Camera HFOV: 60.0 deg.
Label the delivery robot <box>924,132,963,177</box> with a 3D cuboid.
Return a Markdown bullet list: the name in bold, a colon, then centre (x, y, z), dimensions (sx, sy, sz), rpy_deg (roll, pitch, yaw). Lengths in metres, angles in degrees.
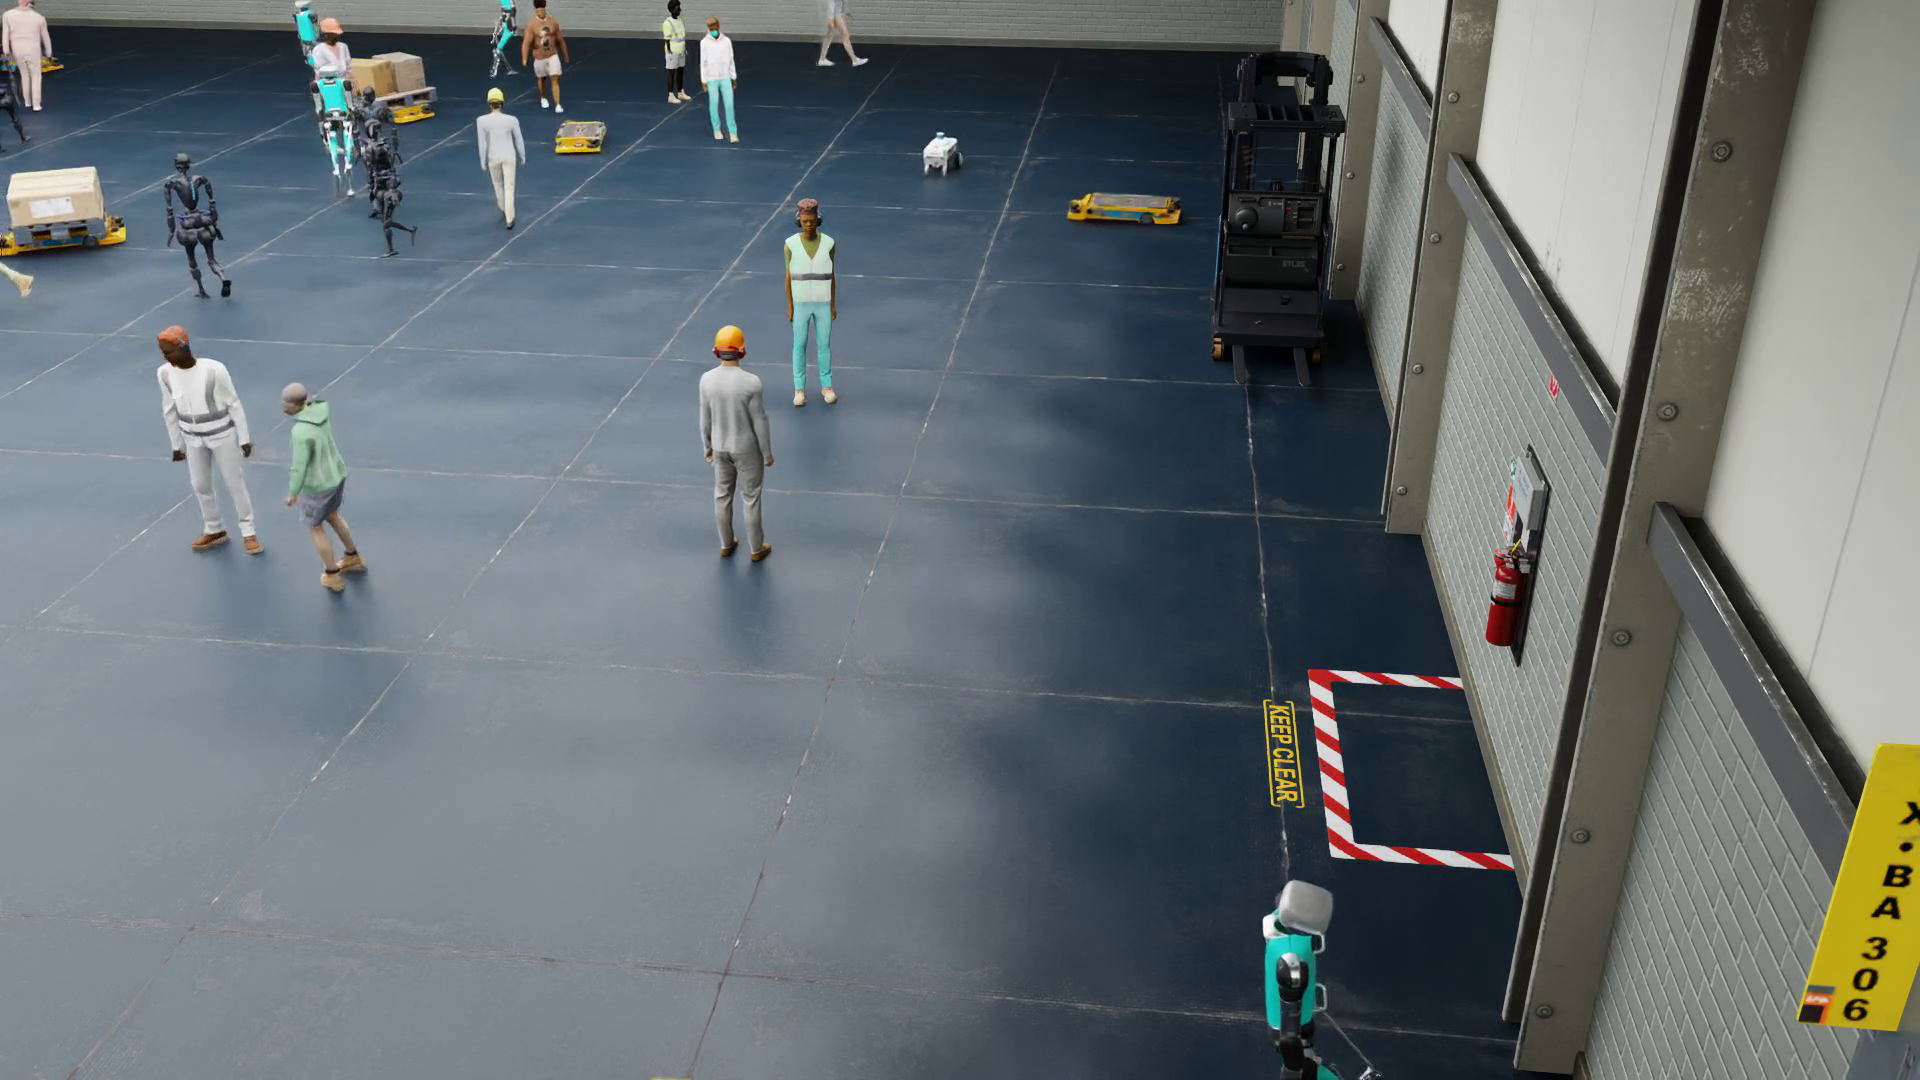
- **delivery robot**: centre (-0.276, -5.551, 23.891), dimensions (0.499, 0.586, 0.782), rpy_deg (6, 27, 12)

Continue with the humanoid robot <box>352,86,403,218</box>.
- **humanoid robot**: centre (-7.640, -5.088, 21.788), dimensions (0.603, 1.620, 0.769), rpy_deg (-7, 28, -15)

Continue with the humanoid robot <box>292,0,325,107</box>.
- **humanoid robot**: centre (-10.551, -8.018, 27.576), dimensions (0.542, 1.850, 0.692), rpy_deg (16, 31, 29)

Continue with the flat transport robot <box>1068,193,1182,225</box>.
- **flat transport robot**: centre (2.169, -4.345, 21.812), dimensions (1.431, 0.231, 0.659), rpy_deg (5, 27, 10)

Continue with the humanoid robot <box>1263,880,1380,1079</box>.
- **humanoid robot**: centre (1.634, 2.264, 7.086), dimensions (0.801, 1.880, 0.547), rpy_deg (4, 27, 7)

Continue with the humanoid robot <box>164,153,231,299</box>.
- **humanoid robot**: centre (-8.503, -3.471, 18.514), dimensions (0.534, 1.641, 0.612), rpy_deg (21, 34, 36)

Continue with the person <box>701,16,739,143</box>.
- **person**: centre (-3.651, -6.999, 25.320), dimensions (0.570, 1.872, 0.857), rpy_deg (-9, 28, -18)

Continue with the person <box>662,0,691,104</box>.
- **person**: centre (-4.776, -8.218, 27.957), dimensions (0.322, 1.688, 0.529), rpy_deg (12, 29, 23)

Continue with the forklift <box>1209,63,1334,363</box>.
- **forklift**: centre (3.241, -3.477, 17.183), dimensions (1.129, 2.768, 1.873), rpy_deg (3, 27, 6)

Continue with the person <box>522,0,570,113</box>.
- **person**: centre (-6.818, -7.968, 27.330), dimensions (0.810, 1.801, 0.966), rpy_deg (-12, 29, -22)

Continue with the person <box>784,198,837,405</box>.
- **person**: centre (-1.403, -2.255, 15.737), dimensions (0.484, 1.978, 0.405), rpy_deg (-6, 27, -11)

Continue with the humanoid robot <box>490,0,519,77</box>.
- **humanoid robot**: centre (-8.304, -9.191, 29.978), dimensions (0.739, 1.906, 0.552), rpy_deg (-17, 31, -31)

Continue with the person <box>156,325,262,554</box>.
- **person**: centre (-5.812, -0.776, 12.908), dimensions (0.637, 1.871, 0.341), rpy_deg (2, 27, 4)

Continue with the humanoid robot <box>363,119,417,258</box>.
- **humanoid robot**: centre (-6.888, -4.283, 20.139), dimensions (0.596, 1.636, 0.633), rpy_deg (20, 33, 34)

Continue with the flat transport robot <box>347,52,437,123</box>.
- **flat transport robot**: centre (-9.345, -7.018, 27.149), dimensions (1.431, 0.231, 0.659), rpy_deg (16, 31, 28)

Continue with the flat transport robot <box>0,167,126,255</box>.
- **flat transport robot**: centre (-11.187, -3.793, 20.711), dimensions (1.431, 0.231, 0.659), rpy_deg (-12, 29, -22)

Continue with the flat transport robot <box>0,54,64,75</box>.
- **flat transport robot**: centre (-17.325, -8.751, 30.607), dimensions (1.431, 0.231, 0.659), rpy_deg (9, 28, 18)

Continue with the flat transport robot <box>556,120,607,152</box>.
- **flat transport robot**: centre (-5.799, -6.180, 25.475), dimensions (0.659, 0.231, 1.431), rpy_deg (-3, 27, -6)

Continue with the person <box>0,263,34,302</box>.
- **person**: centre (-10.690, -3.375, 18.091), dimensions (0.696, 1.872, 0.531), rpy_deg (-11, 29, -22)

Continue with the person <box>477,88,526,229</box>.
- **person**: centre (-5.857, -4.919, 21.330), dimensions (0.552, 1.717, 0.890), rpy_deg (-4, 27, -8)

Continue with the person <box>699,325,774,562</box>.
- **person**: centre (-1.717, -0.732, 12.797), dimensions (0.569, 1.889, 0.389), rpy_deg (7, 28, 14)

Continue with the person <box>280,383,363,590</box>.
- **person**: centre (-4.755, -0.411, 12.366), dimensions (0.396, 1.703, 0.560), rpy_deg (2, 27, 4)

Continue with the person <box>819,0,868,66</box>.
- **person**: centre (-2.200, -9.693, 30.753), dimensions (0.961, 1.826, 0.500), rpy_deg (-2, 27, -5)

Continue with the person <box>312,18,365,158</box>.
- **person**: centre (-9.073, -6.631, 24.443), dimensions (1.067, 1.986, 0.623), rpy_deg (12, 29, 22)

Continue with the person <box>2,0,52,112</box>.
- **person**: centre (-15.329, -8.037, 27.419), dimensions (0.726, 1.852, 0.658), rpy_deg (-6, 27, -12)

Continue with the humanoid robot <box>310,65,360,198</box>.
- **humanoid robot**: centre (-8.332, -5.375, 22.277), dimensions (0.550, 1.820, 0.734), rpy_deg (-6, 27, -11)

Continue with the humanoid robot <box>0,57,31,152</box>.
- **humanoid robot**: centre (-14.436, -6.684, 24.960), dimensions (0.611, 1.626, 0.769), rpy_deg (-2, 27, -3)
